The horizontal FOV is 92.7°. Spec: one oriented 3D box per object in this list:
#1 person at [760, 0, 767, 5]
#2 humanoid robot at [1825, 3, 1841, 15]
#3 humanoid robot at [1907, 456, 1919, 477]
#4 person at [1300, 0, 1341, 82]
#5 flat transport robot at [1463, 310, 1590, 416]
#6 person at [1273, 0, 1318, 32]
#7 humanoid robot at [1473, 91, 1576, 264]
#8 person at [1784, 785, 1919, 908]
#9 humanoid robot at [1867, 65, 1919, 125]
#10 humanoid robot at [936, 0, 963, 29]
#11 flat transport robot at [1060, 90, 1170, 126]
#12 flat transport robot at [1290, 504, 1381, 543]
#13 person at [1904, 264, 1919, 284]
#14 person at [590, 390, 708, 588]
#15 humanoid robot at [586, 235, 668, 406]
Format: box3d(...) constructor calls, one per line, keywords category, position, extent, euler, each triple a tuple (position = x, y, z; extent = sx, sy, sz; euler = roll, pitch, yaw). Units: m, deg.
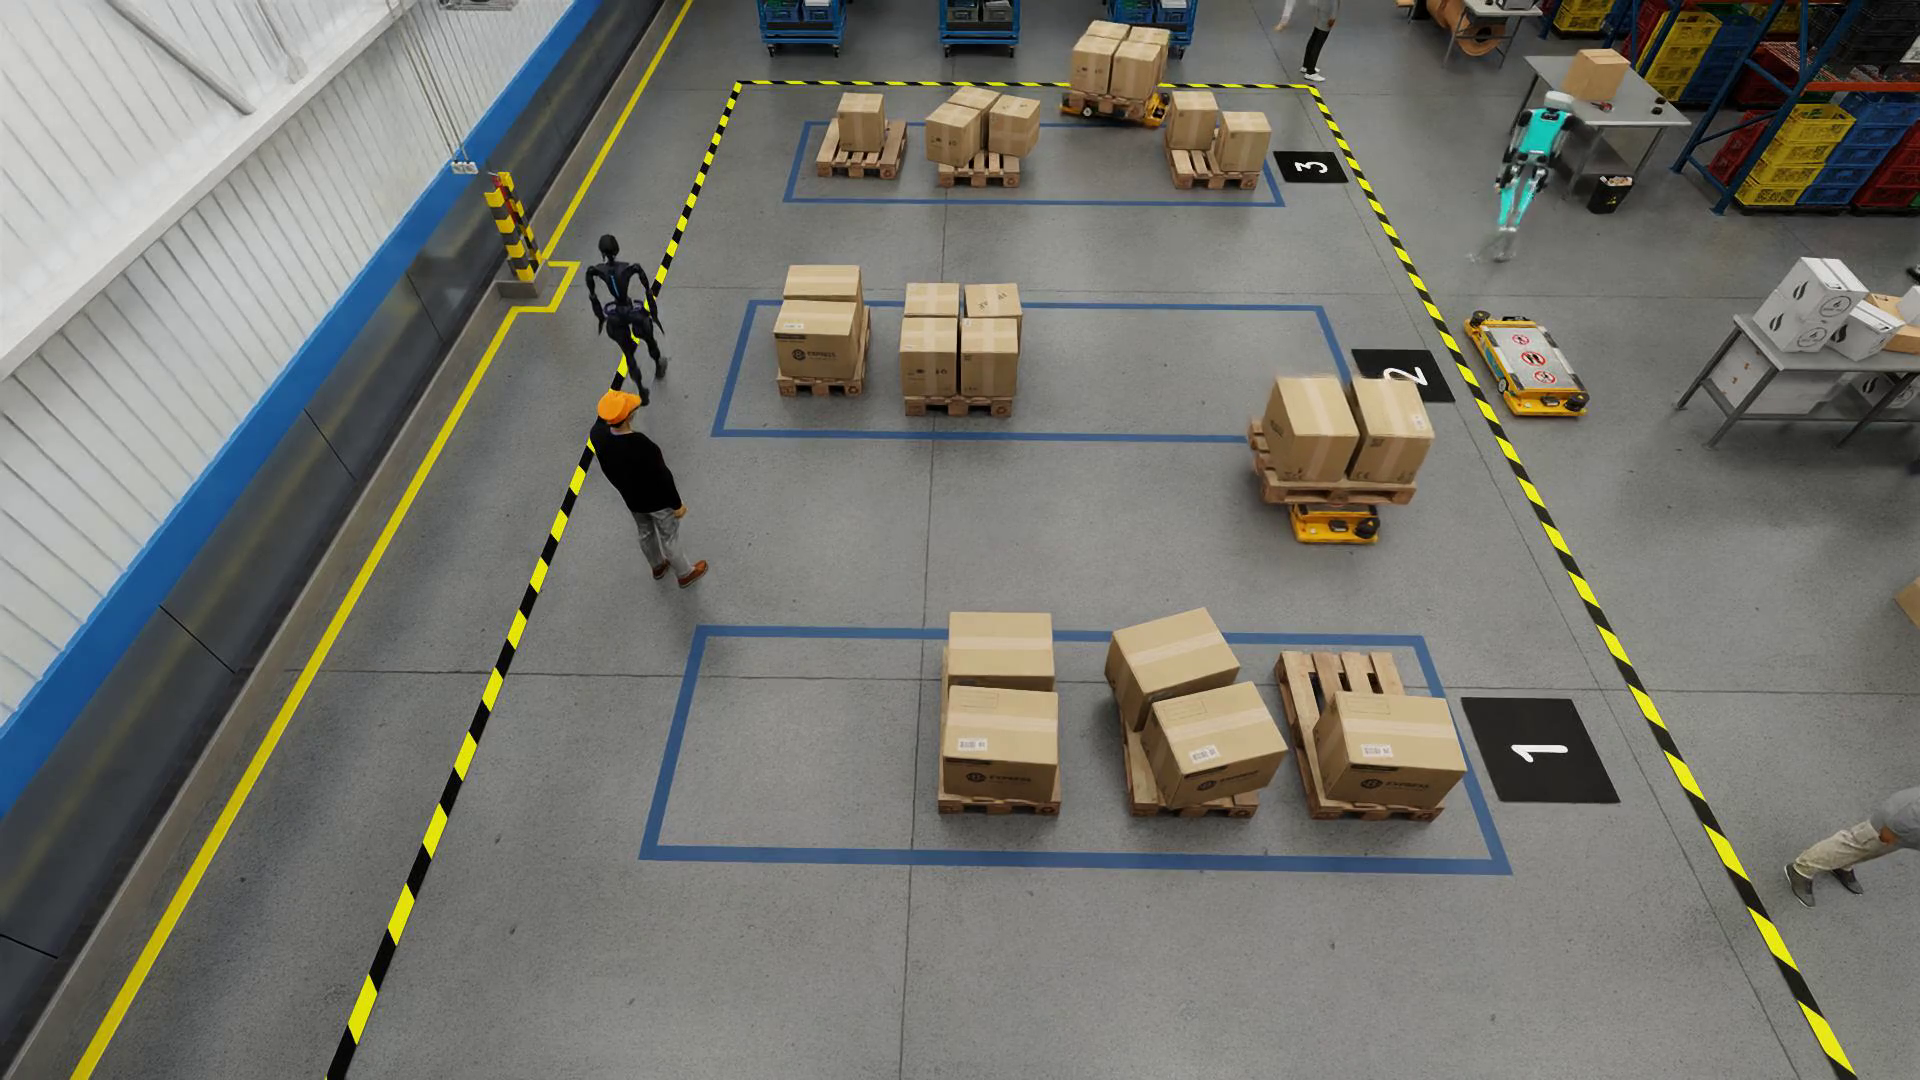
box3d(category="person", position=(-3.215, -9.835, 14.952), extent=(0.369, 1.932, 0.620), euler=(4, 49, 3))
box3d(category="humanoid robot", position=(13.585, -8.536, 13.993), extent=(1.034, 1.782, 0.541), euler=(-27, 54, -21))
box3d(category="humanoid robot", position=(8.609, -1.050, 7.510), extent=(0.596, 1.655, 0.385), euler=(14, 51, 12))
box3d(category="person", position=(5.264, -7.542, 13.017), extent=(0.389, 1.849, 0.587), euler=(3, 49, 3))
box3d(category="flat transport robot", position=(5.573, -1.757, 9.054), extent=(0.659, 0.231, 1.431), euler=(1, 49, 1))
box3d(category="person", position=(5.461, -8.925, 14.240), extent=(0.772, 1.816, 0.631), euler=(-28, 55, -22))
box3d(category="humanoid robot", position=(6.035, -3.775, 9.822), extent=(0.551, 1.751, 0.773), euler=(12, 50, 10))
box3d(category="person", position=(5.452, 1.567, 5.184), extent=(0.568, 1.769, 0.397), euler=(-9, 50, -8))
box3d(category="humanoid robot", position=(11.972, -5.713, 11.563), extent=(0.677, 1.635, 0.616), euler=(4, 49, 4))
box3d(category="humanoid robot", position=(-0.007, -8.884, 14.321), extent=(0.732, 1.649, 0.610), euler=(-24, 53, -19))
box3d(category="flat transport robot", position=(2.173, -6.126, 12.817), extent=(1.431, 0.197, 0.652), euler=(15, 51, 12))
box3d(category="flat transport robot", position=(3.145, -0.570, 8.009), extent=(0.652, 0.197, 1.431), euler=(1, 49, 1))
box3d(category="person", position=(10.746, -3.419, 9.479), extent=(0.648, 1.800, 0.472), euler=(27, 54, 21))
box3d(category="person", position=(-2.298, -0.347, 6.765), extent=(0.589, 1.883, 0.365), euler=(19, 52, 16))
box3d(category="humanoid robot", position=(-3.049, -2.059, 8.392), extent=(0.585, 1.641, 0.636), euler=(-8, 50, -7))
